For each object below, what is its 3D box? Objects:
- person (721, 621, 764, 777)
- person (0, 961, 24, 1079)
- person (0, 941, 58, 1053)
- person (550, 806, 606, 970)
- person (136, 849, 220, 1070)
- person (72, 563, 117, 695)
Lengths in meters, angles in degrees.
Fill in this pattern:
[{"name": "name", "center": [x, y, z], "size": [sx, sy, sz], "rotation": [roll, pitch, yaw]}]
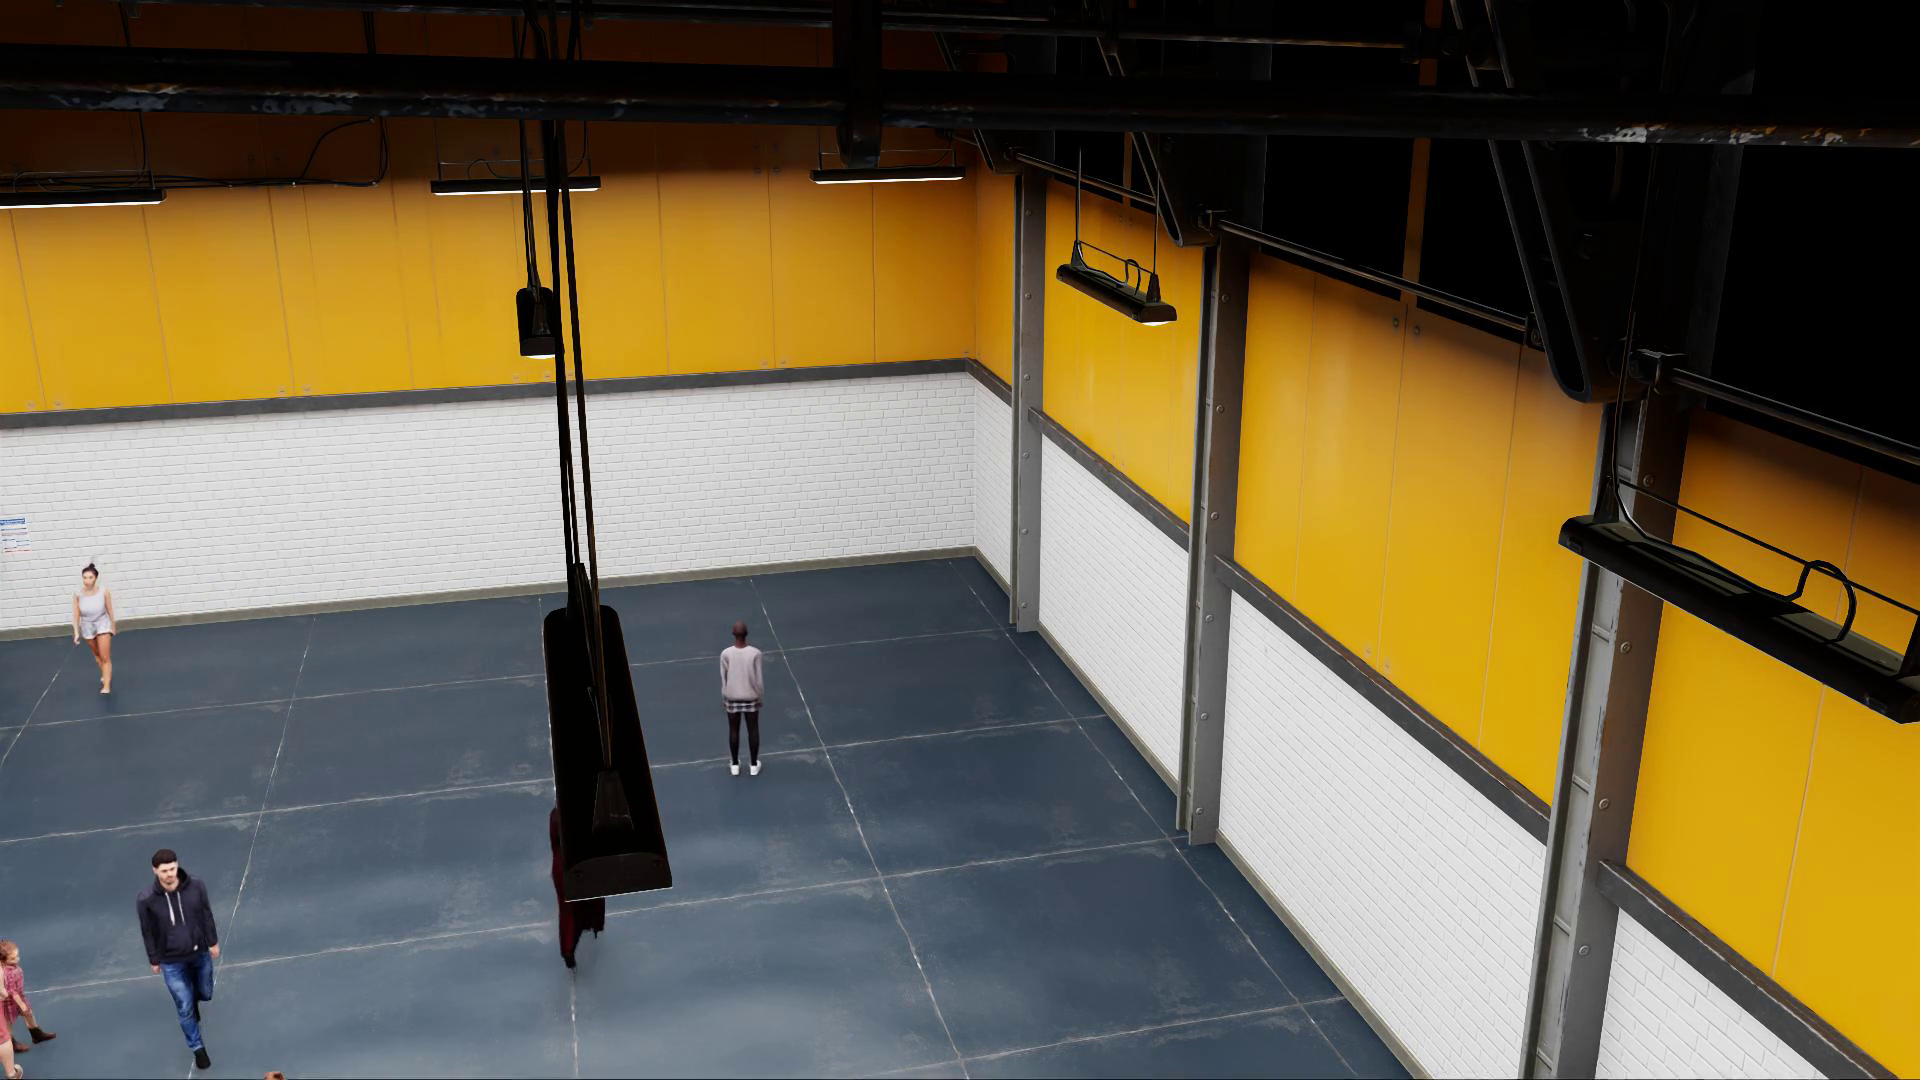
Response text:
[{"name": "person", "center": [-2.370, 1.716, 18.094], "size": [0.647, 1.770, 0.595], "rotation": [-1, 19, -4]}, {"name": "person", "center": [-7.622, 3.541, 12.861], "size": [0.652, 1.651, 0.626], "rotation": [-11, 22, -30]}, {"name": "person", "center": [-7.704, 3.697, 13.419], "size": [0.503, 1.000, 0.531], "rotation": [-3, 19, -10]}, {"name": "person", "center": [-3.356, 2.928, 14.569], "size": [0.790, 1.723, 1.118], "rotation": [-2, 19, -5]}, {"name": "person", "center": [-6.226, 3.271, 13.317], "size": [0.915, 1.872, 1.146], "rotation": [-12, 22, -32]}, {"name": "person", "center": [-10.555, 1.070, 20.344], "size": [0.572, 1.557, 1.063], "rotation": [-4, 19, -12]}]
